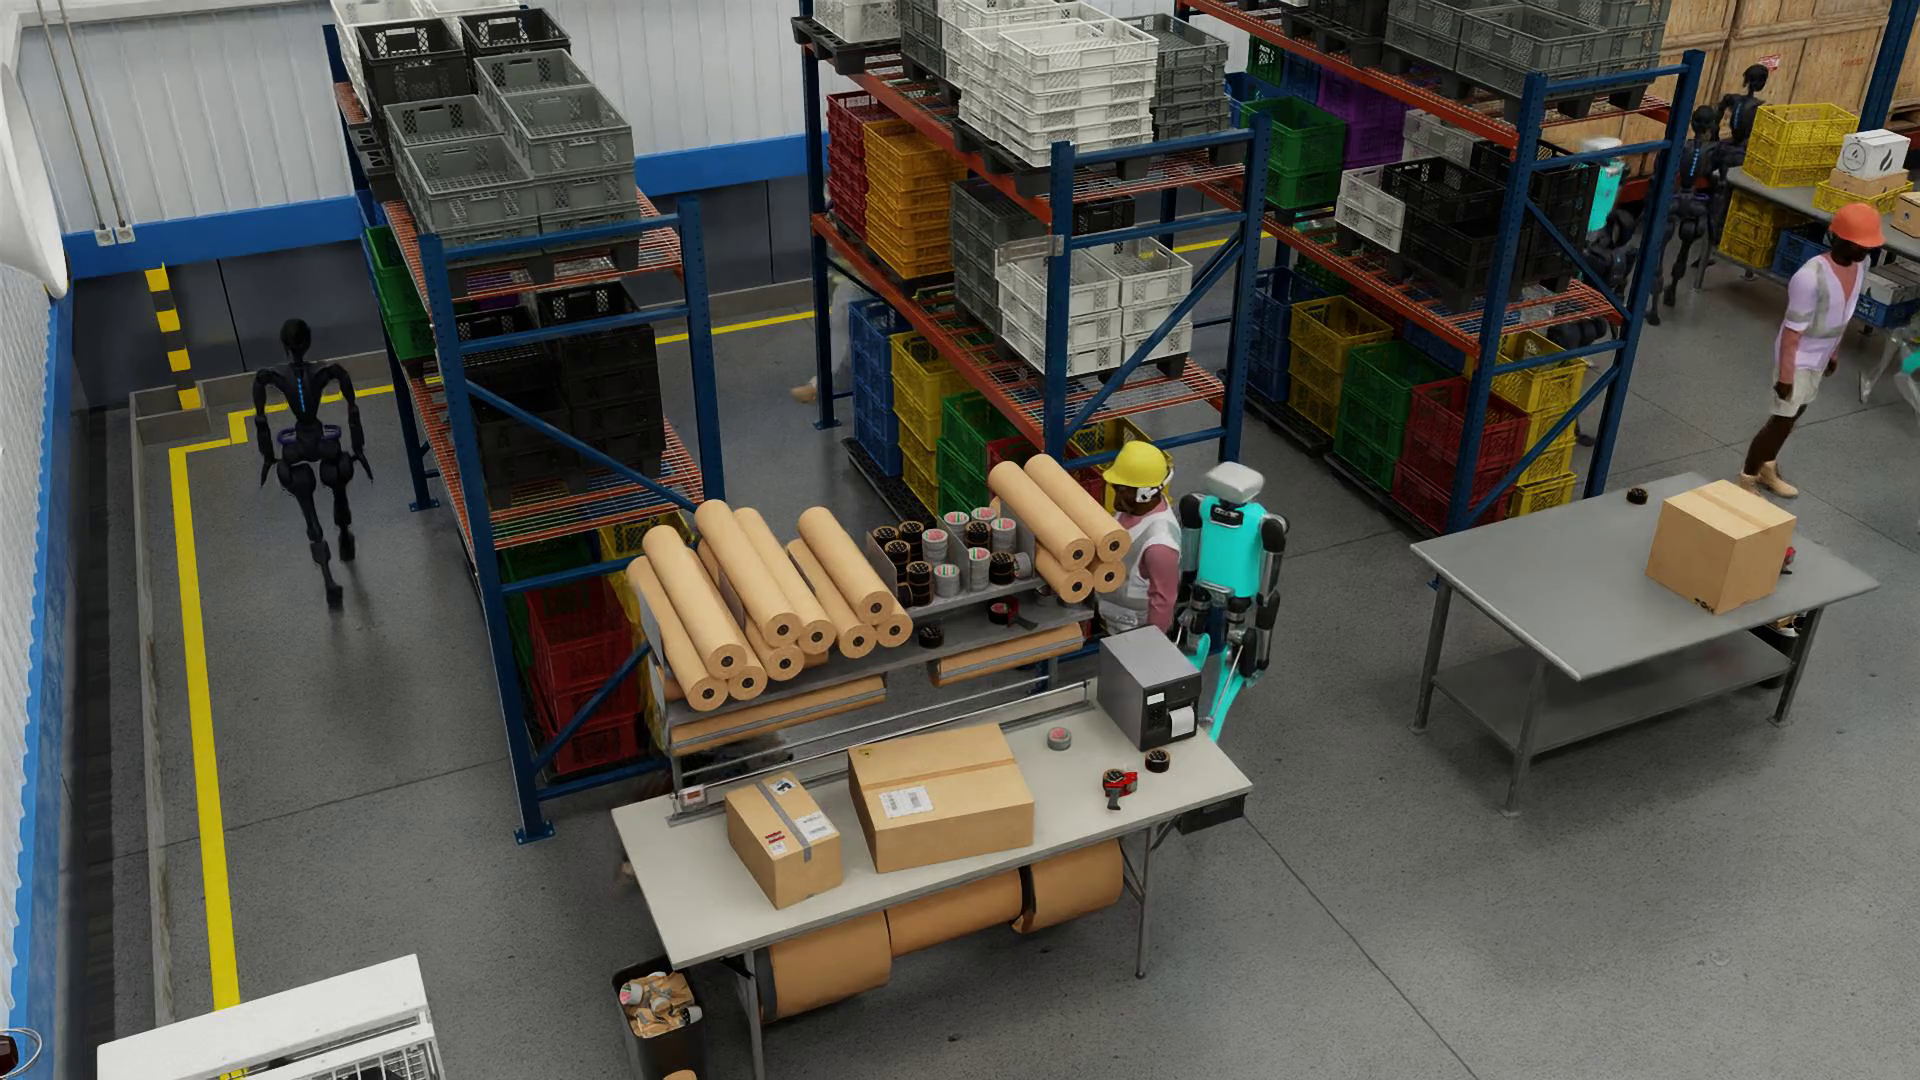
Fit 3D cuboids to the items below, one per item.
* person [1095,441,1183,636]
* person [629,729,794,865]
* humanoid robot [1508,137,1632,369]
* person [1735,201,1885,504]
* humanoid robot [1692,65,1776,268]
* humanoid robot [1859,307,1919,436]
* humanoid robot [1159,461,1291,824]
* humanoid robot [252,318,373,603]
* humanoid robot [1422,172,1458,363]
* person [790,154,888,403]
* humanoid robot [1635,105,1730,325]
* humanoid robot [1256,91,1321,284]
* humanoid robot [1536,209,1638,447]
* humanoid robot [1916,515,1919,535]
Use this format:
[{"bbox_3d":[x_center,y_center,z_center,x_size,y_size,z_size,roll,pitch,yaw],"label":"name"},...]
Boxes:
[{"bbox_3d":[0.829,0.349,7.912,0.404,1.832,0.591,-4,32,-6],"label":"person"},{"bbox_3d":[-1.054,0.692,7.287,0.998,1.905,0.657,-15,34,-22],"label":"person"},{"bbox_3d":[4.302,-2.052,11.880,0.546,1.739,0.948,-19,36,-27],"label":"humanoid robot"},{"bbox_3d":[5.161,-1.097,10.083,0.607,2.031,0.454,-18,36,-27],"label":"person"},{"bbox_3d":[6.409,-3.095,13.683,0.758,1.625,0.584,-21,37,-30],"label":"humanoid robot"},{"bbox_3d":[6.511,-1.565,11.162,0.566,1.762,1.004,-13,34,-20],"label":"humanoid robot"},{"bbox_3d":[1.076,0.562,7.640,0.566,1.739,0.855,21,38,31],"label":"humanoid robot"},{"bbox_3d":[-3.684,-0.472,9.457,0.607,1.637,0.787,-10,33,-16],"label":"humanoid robot"},{"bbox_3d":[3.502,-1.897,11.764,0.602,1.625,0.798,-14,34,-21],"label":"humanoid robot"},{"bbox_3d":[-0.793,-1.874,11.570,0.929,1.798,0.628,-15,35,-22],"label":"person"},{"bbox_3d":[5.496,-2.517,12.736,0.589,1.636,0.687,8,32,12],"label":"humanoid robot"},{"bbox_3d":[2.678,-2.817,13.147,0.881,1.774,0.578,19,36,28],"label":"humanoid robot"},{"bbox_3d":[4.133,-1.461,11.061,0.613,1.616,0.800,-14,34,-21],"label":"humanoid robot"},{"bbox_3d":[6.075,-0.842,9.939,0.540,1.719,0.982,18,36,27],"label":"humanoid robot"}]
